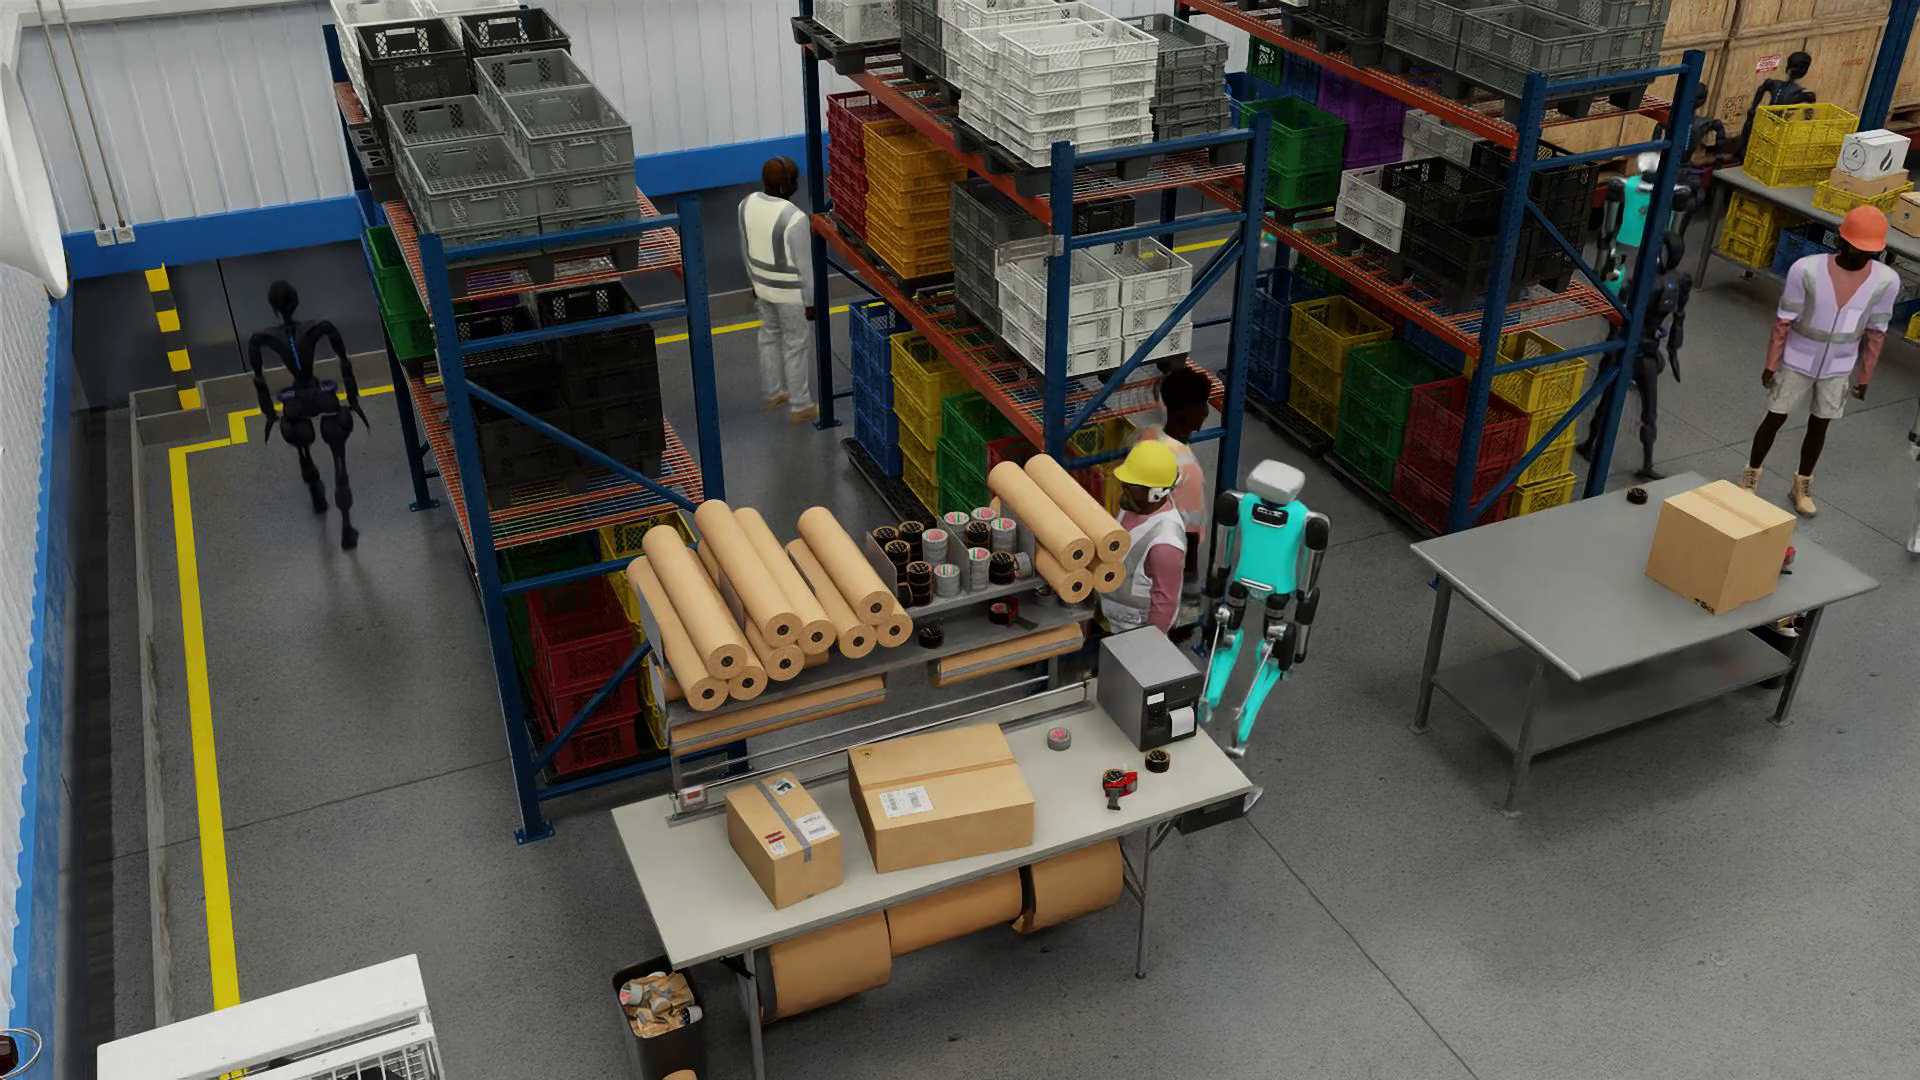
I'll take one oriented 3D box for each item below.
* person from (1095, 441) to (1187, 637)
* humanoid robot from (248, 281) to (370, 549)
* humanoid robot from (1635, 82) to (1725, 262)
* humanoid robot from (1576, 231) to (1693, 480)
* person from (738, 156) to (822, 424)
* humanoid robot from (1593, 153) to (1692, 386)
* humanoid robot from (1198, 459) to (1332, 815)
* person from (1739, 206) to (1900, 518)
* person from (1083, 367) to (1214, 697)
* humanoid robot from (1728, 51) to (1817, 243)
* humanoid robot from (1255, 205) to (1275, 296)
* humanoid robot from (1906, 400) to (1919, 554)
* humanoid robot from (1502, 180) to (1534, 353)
[{"bbox_3d":[0.841,0.340,7.923,0.404,1.837,0.589,-5,32,-8],"label":"person"},{"bbox_3d":[-3.879,-0.800,9.957,0.601,1.624,0.770,-10,33,-16],"label":"humanoid robot"},{"bbox_3d":[5.747,-2.843,13.253,0.612,1.635,0.614,12,34,18],"label":"humanoid robot"},{"bbox_3d":[4.320,-1.150,10.511,0.596,1.633,0.665,-10,33,-15],"label":"humanoid robot"},{"bbox_3d":[-1.177,-1.683,11.205,0.633,1.839,0.429,26,40,35],"label":"person"},{"bbox_3d":[4.730,-1.858,11.694,0.531,1.897,0.750,15,35,22],"label":"humanoid robot"},{"bbox_3d":[1.301,0.519,7.663,0.531,1.722,0.736,16,35,24],"label":"humanoid robot"},{"bbox_3d":[5.177,-1.051,10.011,0.618,2.030,0.446,10,33,15],"label":"person"},{"bbox_3d":[0.997,0.050,8.290,0.669,1.943,0.628,-6,32,-10],"label":"person"},{"bbox_3d":[6.825,-3.287,13.979,0.550,1.641,0.609,-21,37,-30],"label":"humanoid robot"},{"bbox_3d":[2.444,-2.730,13.009,0.802,1.775,0.550,-23,38,-32],"label":"humanoid robot"},{"bbox_3d":[5.785,-0.607,9.612,0.549,1.839,0.754,17,36,26],"label":"humanoid robot"},{"bbox_3d":[3.657,-1.684,11.354,0.486,1.642,0.606,20,37,29],"label":"humanoid robot"}]
